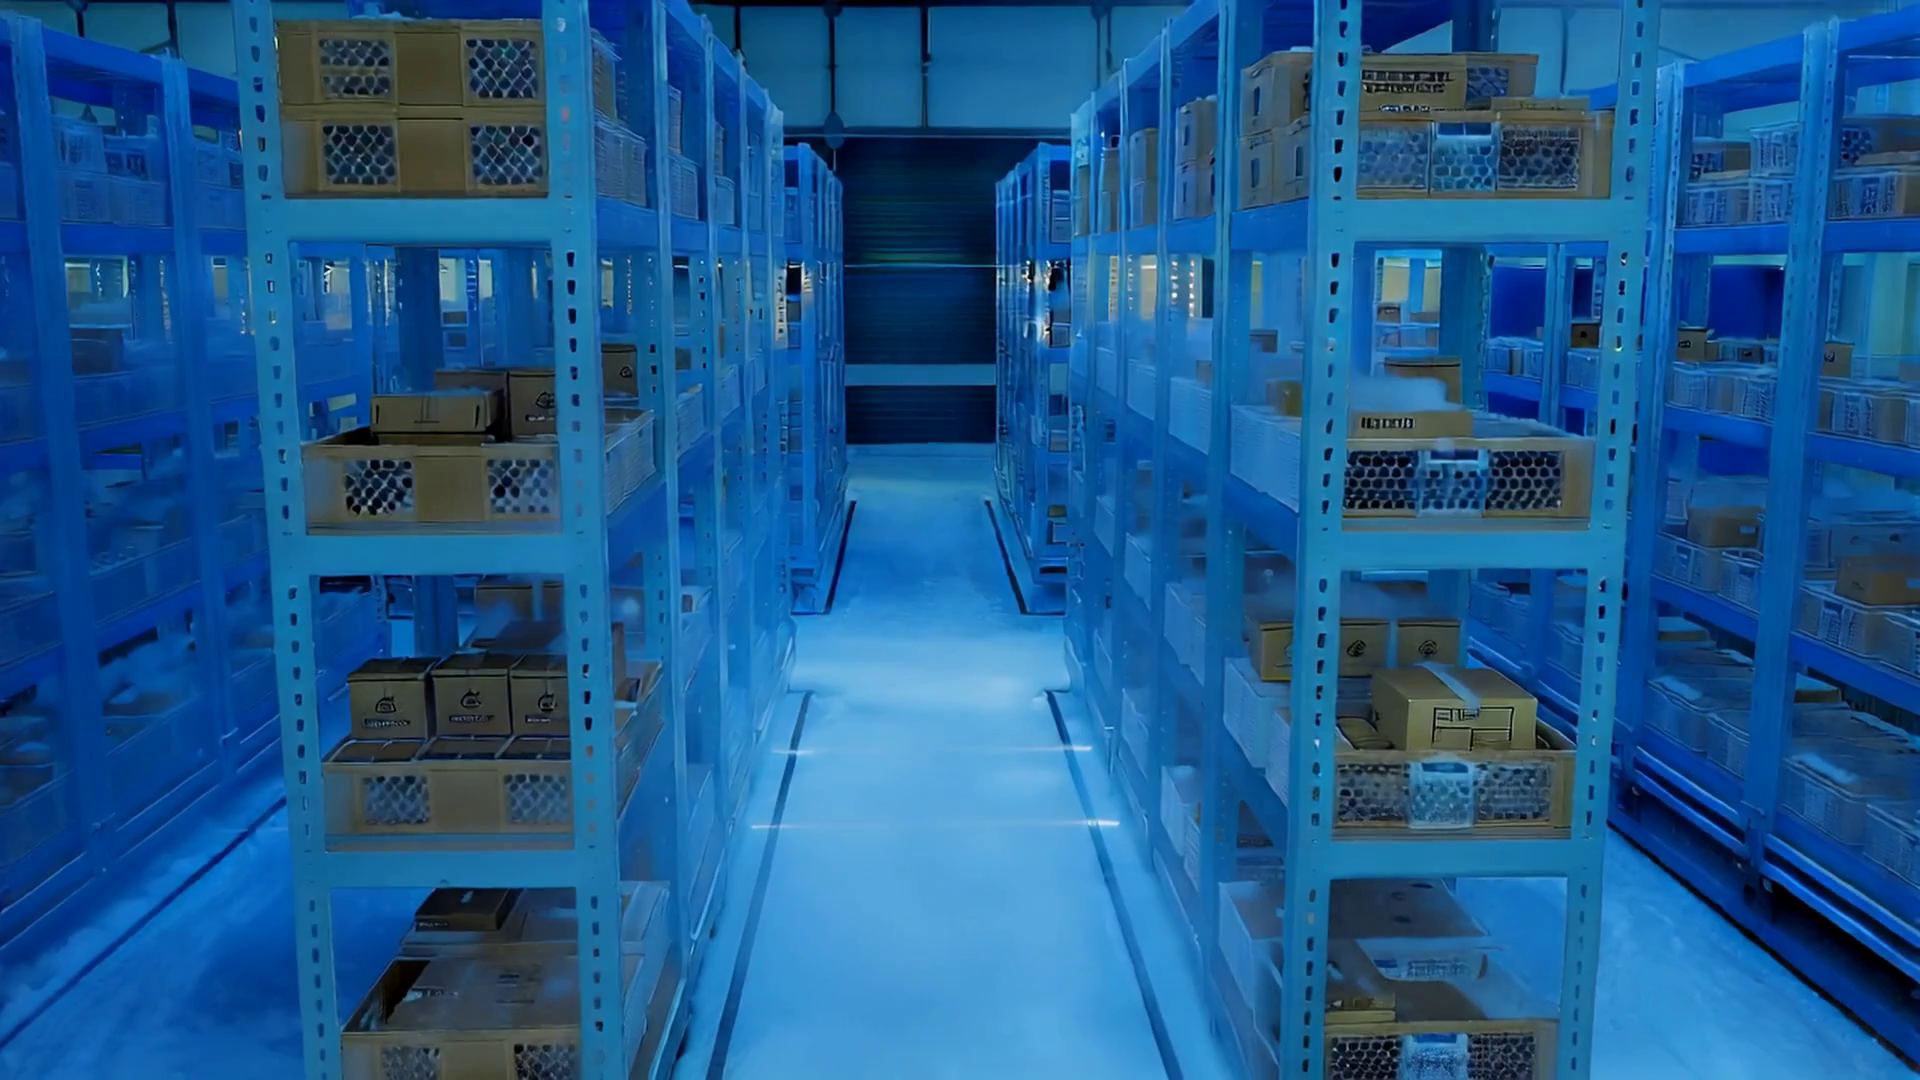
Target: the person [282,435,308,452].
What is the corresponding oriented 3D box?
[{"bbox_3d":[-8.041,-1.535,20.138,0.459,1.825,0.594,-2,10,-12],"label":"person"}]
